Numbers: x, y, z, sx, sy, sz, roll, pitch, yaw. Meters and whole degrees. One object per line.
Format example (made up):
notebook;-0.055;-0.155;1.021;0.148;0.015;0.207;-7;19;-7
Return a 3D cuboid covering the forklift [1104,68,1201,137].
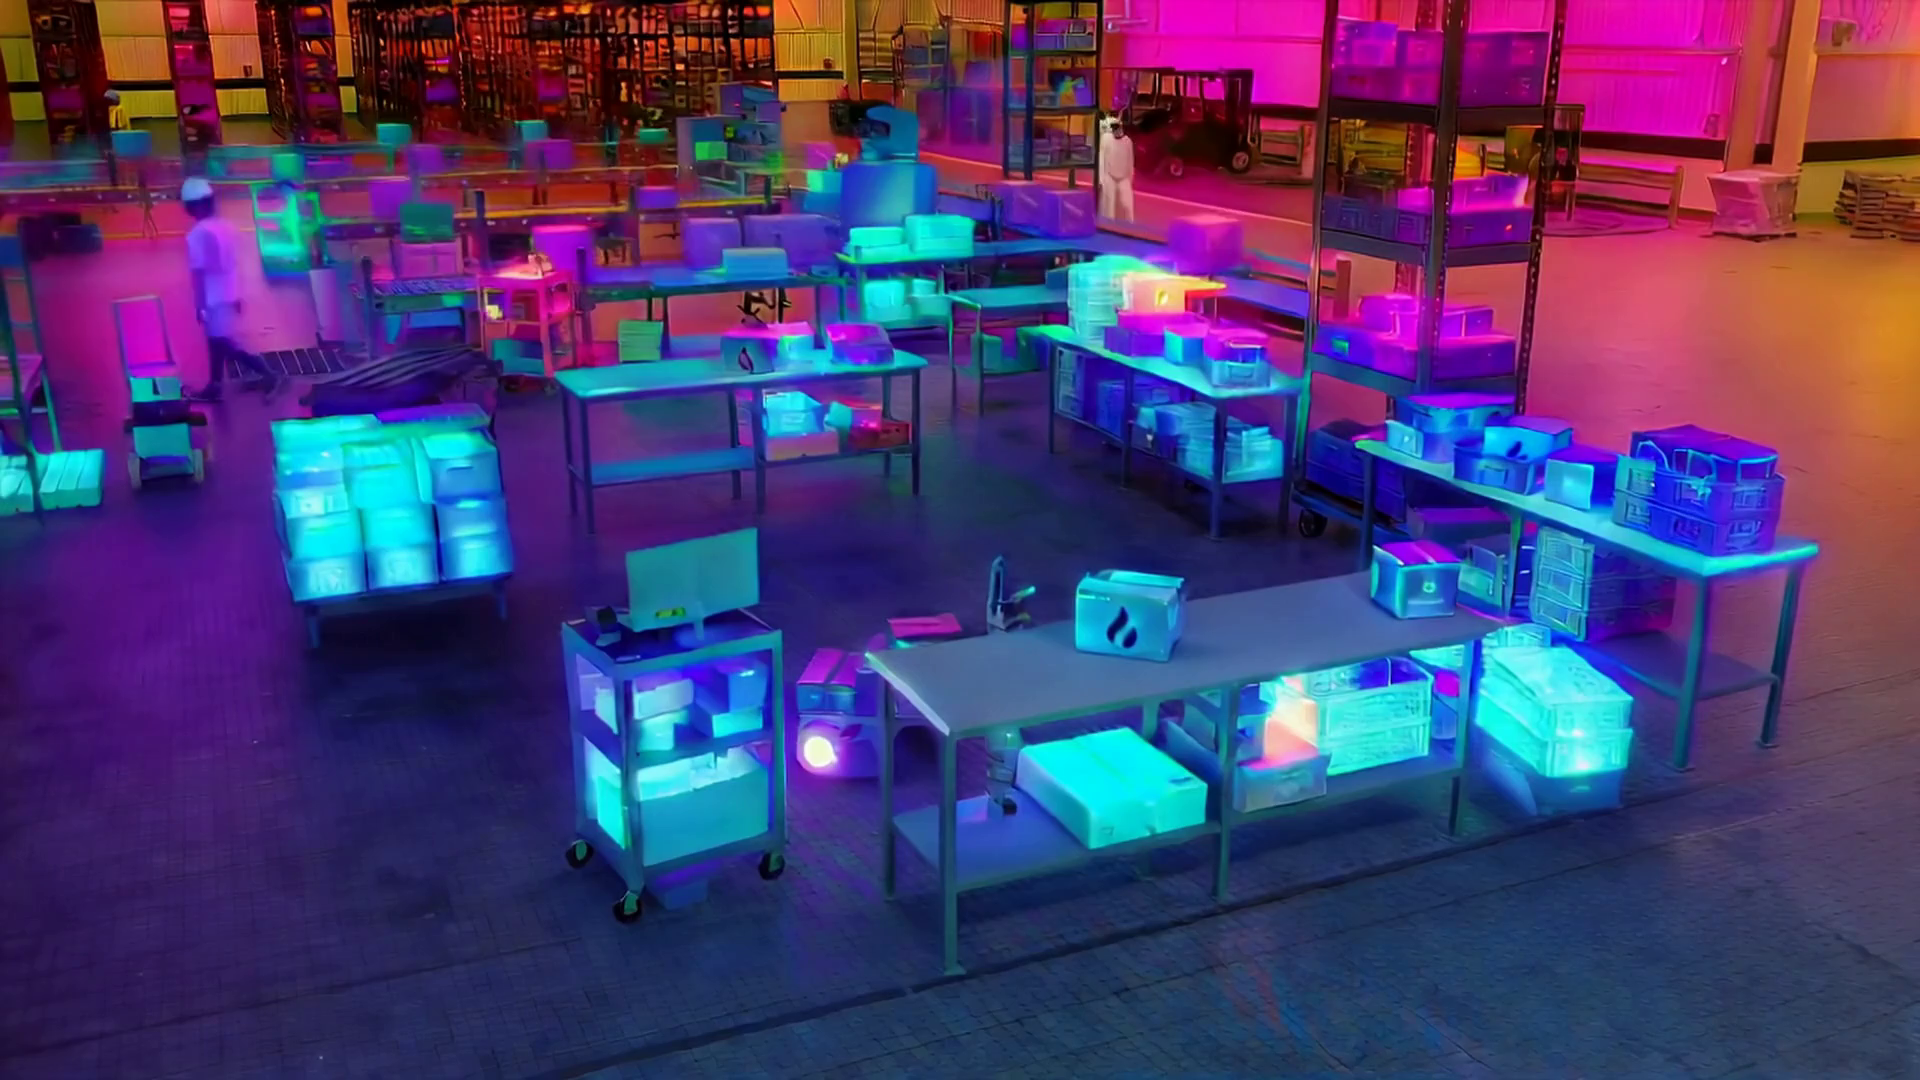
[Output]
forklift;4.082;-9.564;37.410;2.680;1.987;1.157;-8;19;-23

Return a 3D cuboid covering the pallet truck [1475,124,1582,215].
pallet truck;9.707;-6.455;28.103;1.885;1.965;0.823;-7;19;-20

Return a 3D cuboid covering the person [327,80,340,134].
person;-16.721;-11.544;44.379;0.382;1.845;0.571;-2;18;-7

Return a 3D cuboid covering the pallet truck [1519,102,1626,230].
pallet truck;9.972;-6.037;26.785;1.885;1.965;0.823;-9;20;-25

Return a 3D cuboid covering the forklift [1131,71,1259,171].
forklift;4.998;-8.936;35.413;2.680;1.987;1.157;-9;20;-25

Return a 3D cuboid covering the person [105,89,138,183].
person;-16.283;-7.760;32.312;0.604;1.937;0.403;16;24;41

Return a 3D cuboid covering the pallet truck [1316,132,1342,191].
pallet truck;7.723;-7.504;32.656;1.601;1.201;0.680;-8;19;-23

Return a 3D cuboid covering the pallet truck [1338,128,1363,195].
pallet truck;7.845;-7.140;31.411;1.522;1.261;0.704;-9;20;-25

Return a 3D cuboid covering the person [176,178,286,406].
person;-6.439;-2.151;14.554;0.947;2.006;0.619;1;18;4

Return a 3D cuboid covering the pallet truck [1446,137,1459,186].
pallet truck;9.184;-6.485;29.328;1.630;1.274;0.653;-8;19;-23

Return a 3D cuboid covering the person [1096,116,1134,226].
person;2.382;-5.338;24.781;0.662;1.872;0.812;-7;19;-21
